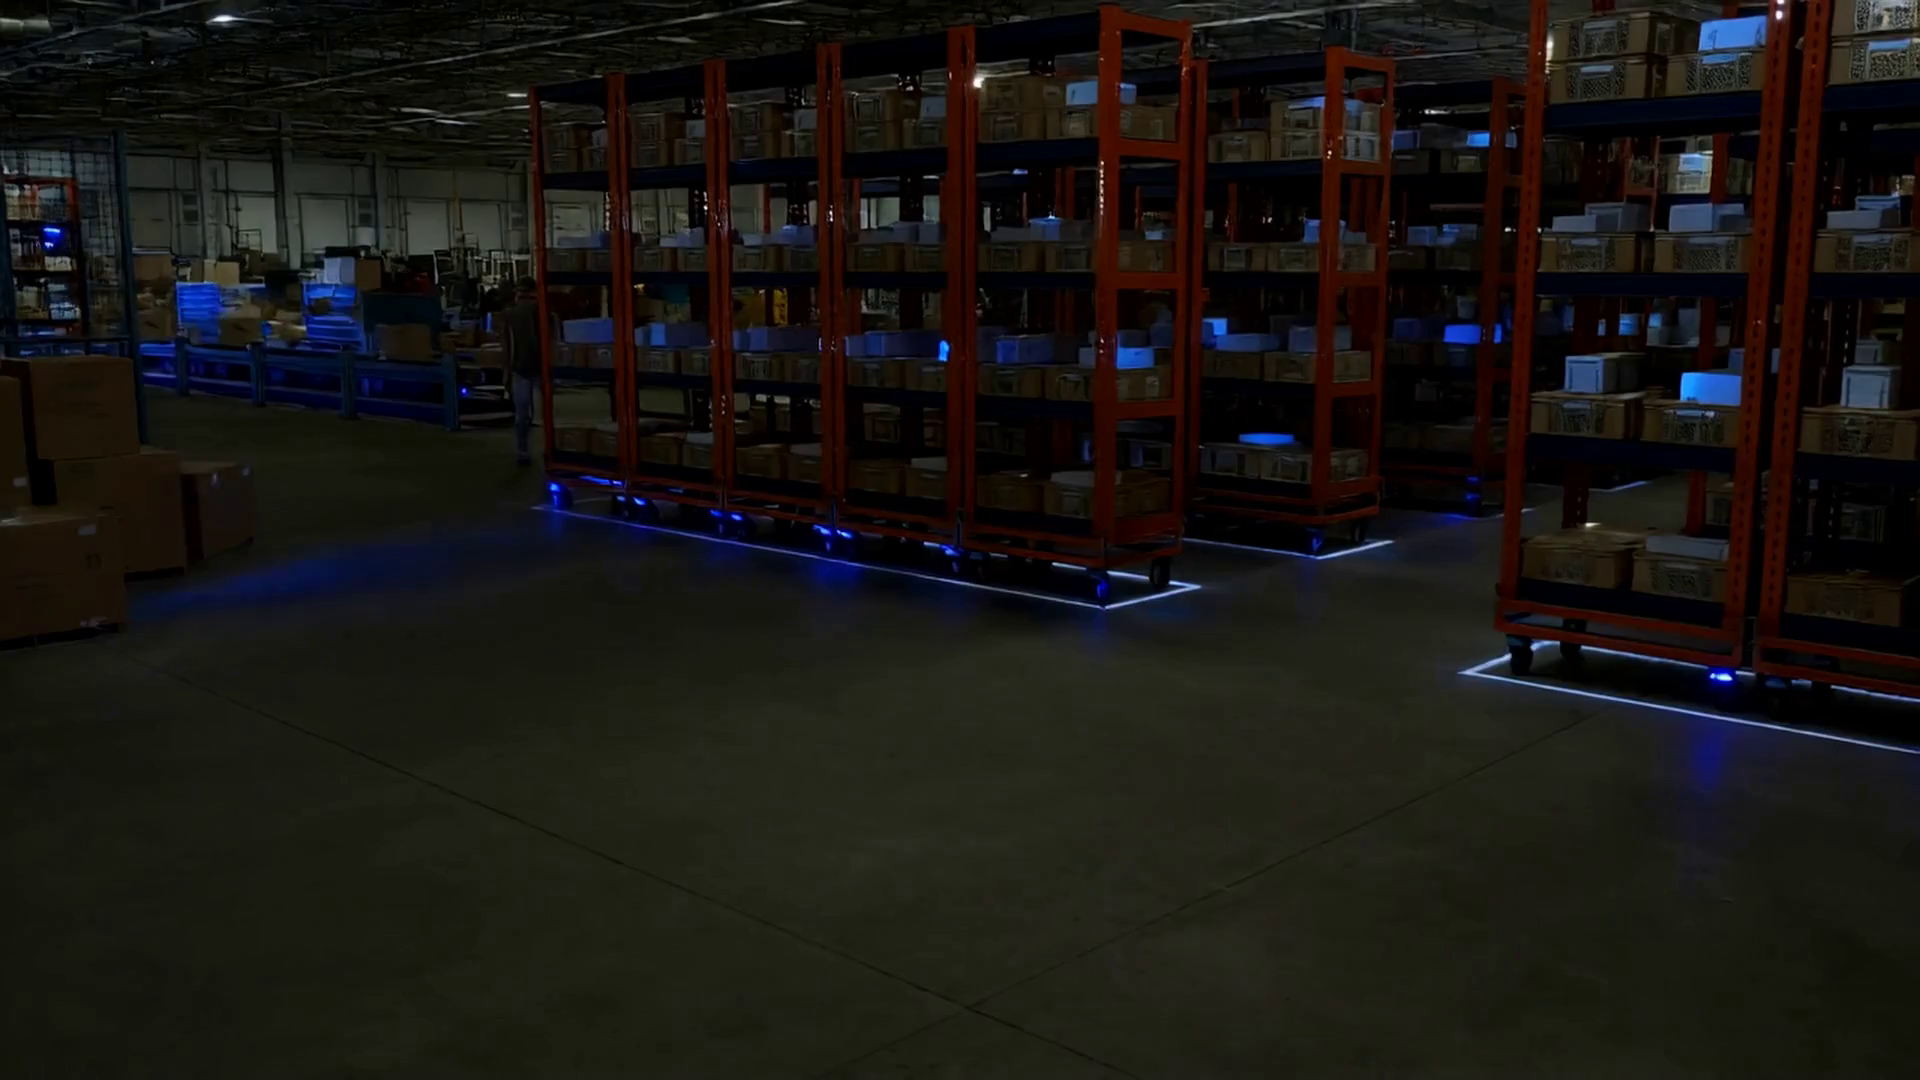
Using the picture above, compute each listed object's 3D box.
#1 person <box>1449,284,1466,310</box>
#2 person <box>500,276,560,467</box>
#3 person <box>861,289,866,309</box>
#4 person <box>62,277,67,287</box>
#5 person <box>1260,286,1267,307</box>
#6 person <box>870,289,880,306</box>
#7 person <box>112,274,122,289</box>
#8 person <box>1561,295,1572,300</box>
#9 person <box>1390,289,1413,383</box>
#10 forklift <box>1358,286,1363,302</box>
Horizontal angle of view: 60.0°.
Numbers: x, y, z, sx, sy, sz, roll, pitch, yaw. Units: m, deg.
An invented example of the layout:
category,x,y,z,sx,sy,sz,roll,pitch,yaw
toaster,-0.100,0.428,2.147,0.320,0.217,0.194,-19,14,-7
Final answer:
category,x,y,z,sx,sy,sz,roll,pitch,yaw
person,9.215,-3.861,30.809,0.389,1.837,0.563,4,10,22
person,-4.476,-1.752,17.393,0.612,1.995,0.376,-4,10,-22
person,-3.255,-8.085,57.220,0.637,1.662,0.533,0,9,-2
person,-33.990,-9.198,63.027,0.839,1.998,0.641,-7,12,-37
person,8.082,-6.088,45.024,0.540,1.655,0.863,-1,9,-9
person,-3.604,-10.528,71.448,0.655,1.920,0.549,5,11,28
person,-27.245,-7.708,54.197,0.930,1.896,0.569,-1,9,-9
person,12.543,-4.428,34.332,0.601,1.818,0.404,-7,12,-37
person,5.535,-2.233,20.871,0.403,1.823,0.588,-3,10,-18
forklift,11.100,-7.017,46.970,1.873,2.768,1.129,9,13,43
